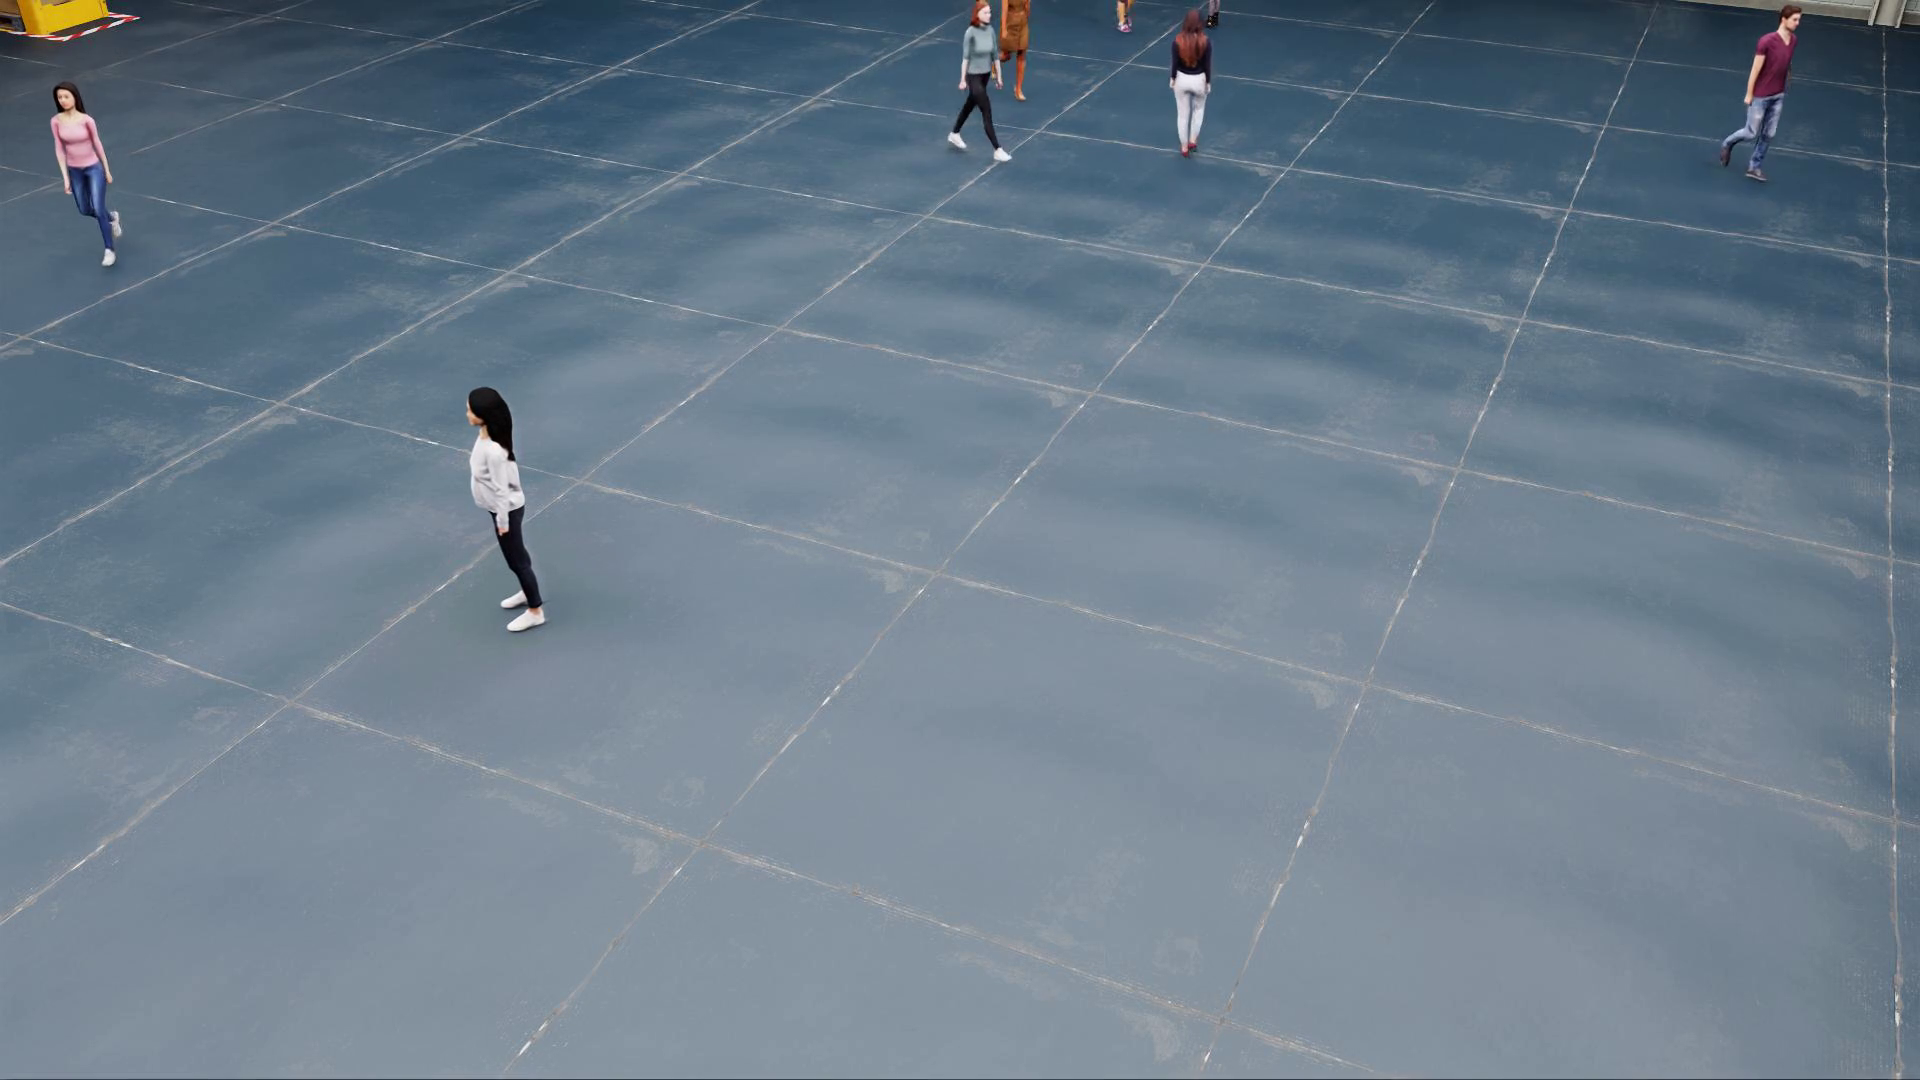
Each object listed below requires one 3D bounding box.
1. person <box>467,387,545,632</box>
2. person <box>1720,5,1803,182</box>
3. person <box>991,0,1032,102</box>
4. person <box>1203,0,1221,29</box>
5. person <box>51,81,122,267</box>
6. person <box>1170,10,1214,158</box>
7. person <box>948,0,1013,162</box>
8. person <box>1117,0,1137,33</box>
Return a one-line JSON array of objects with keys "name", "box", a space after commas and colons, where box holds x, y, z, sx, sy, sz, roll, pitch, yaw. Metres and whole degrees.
[{"name": "person", "box": [-2.904, -0.216, 10.640, 0.747, 1.699, 0.679, -12, 34, -19]}, {"name": "person", "box": [8.565, -4.791, 17.763, 0.959, 1.837, 1.019, -11, 34, -17]}, {"name": "person", "box": [0.618, -6.198, 20.143, 0.873, 1.675, 0.987, -17, 36, -24]}, {"name": "person", "box": [3.515, -7.754, 22.982, 0.528, 1.279, 0.517, 20, 37, 28]}, {"name": "person", "box": [-8.300, -3.526, 15.860, 0.944, 1.727, 0.905, -3, 32, -5]}, {"name": "person", "box": [2.539, -4.999, 18.317, 0.644, 1.597, 0.750, 6, 33, 9]}, {"name": "person", "box": [0.145, -5.054, 18.317, 0.885, 1.690, 1.246, -27, 41, -36]}, {"name": "person", "box": [2.215, -7.830, 22.693, 0.684, 1.716, 0.737, -20, 37, -28]}]
